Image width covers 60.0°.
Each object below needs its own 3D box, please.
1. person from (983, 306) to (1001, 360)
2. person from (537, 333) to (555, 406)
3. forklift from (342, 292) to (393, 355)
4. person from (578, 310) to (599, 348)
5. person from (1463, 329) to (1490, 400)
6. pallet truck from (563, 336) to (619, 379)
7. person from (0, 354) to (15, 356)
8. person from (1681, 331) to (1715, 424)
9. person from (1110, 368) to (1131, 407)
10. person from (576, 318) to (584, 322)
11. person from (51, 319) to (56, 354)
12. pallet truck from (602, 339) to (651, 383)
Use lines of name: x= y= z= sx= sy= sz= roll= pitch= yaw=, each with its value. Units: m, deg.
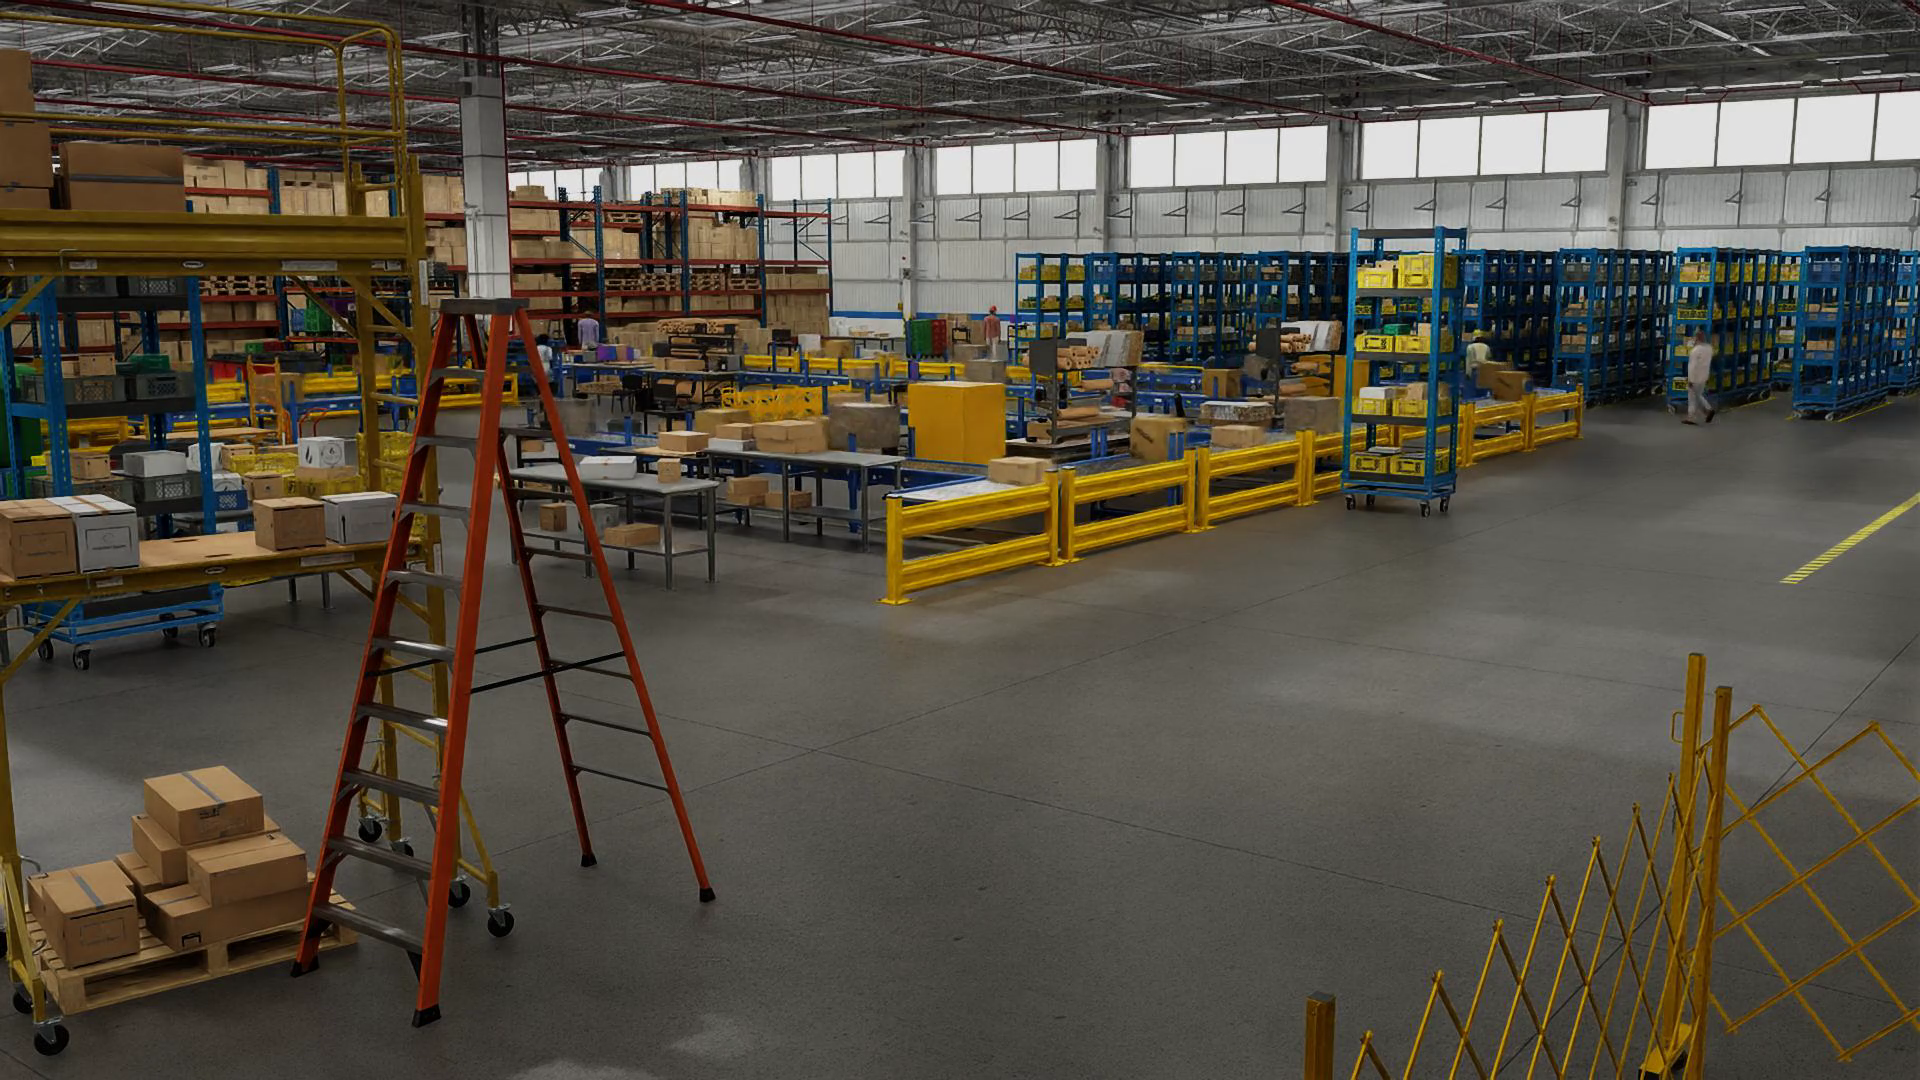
person: x=1.061 y=-6.638 z=54.218 sx=0.623 sy=1.992 sz=0.396 roll=5 pitch=10 yaw=28
person: x=-9.510 y=-3.884 z=37.997 sx=0.557 sy=1.673 sz=0.382 roll=4 pitch=10 yaw=23
forklift: x=-16.485 y=-5.622 z=45.120 sx=1.129 sy=2.768 sz=1.873 roll=7 pitch=11 yaw=37
person: x=-11.305 y=-6.033 z=50.668 sx=0.624 sy=1.931 sz=0.377 roll=-1 pitch=9 yaw=-8
person: x=11.262 y=-3.707 z=36.487 sx=0.627 sy=1.808 sz=0.725 roll=-3 pitch=9 yaw=-16
pallet truck: x=-10.690 y=-5.294 z=48.215 sx=1.601 sy=1.201 sz=0.680 roll=-5 pitch=10 yaw=-26
person: x=-33.635 y=-7.118 z=58.487 sx=0.521 sy=1.581 sz=0.684 roll=-1 pitch=9 yaw=-5
person: x=14.843 y=-3.252 z=33.395 sx=0.665 sy=1.892 sz=0.541 roll=-6 pitch=11 yaw=-32
person: x=2.937 y=-2.683 z=30.248 sx=0.326 sy=1.767 sz=0.533 roll=-6 pitch=11 yaw=-32
person: x=-14.435 y=-8.111 z=63.912 sx=0.621 sy=1.838 sz=0.429 roll=-1 pitch=9 yaw=-8
person: x=-33.071 y=-7.565 z=60.243 sx=0.565 sy=1.912 sz=0.660 roll=4 pitch=10 yaw=26
pallet truck: x=-8.991 y=-4.871 z=45.351 sx=0.653 sy=1.274 sz=1.630 roll=7 pitch=11 yaw=37
